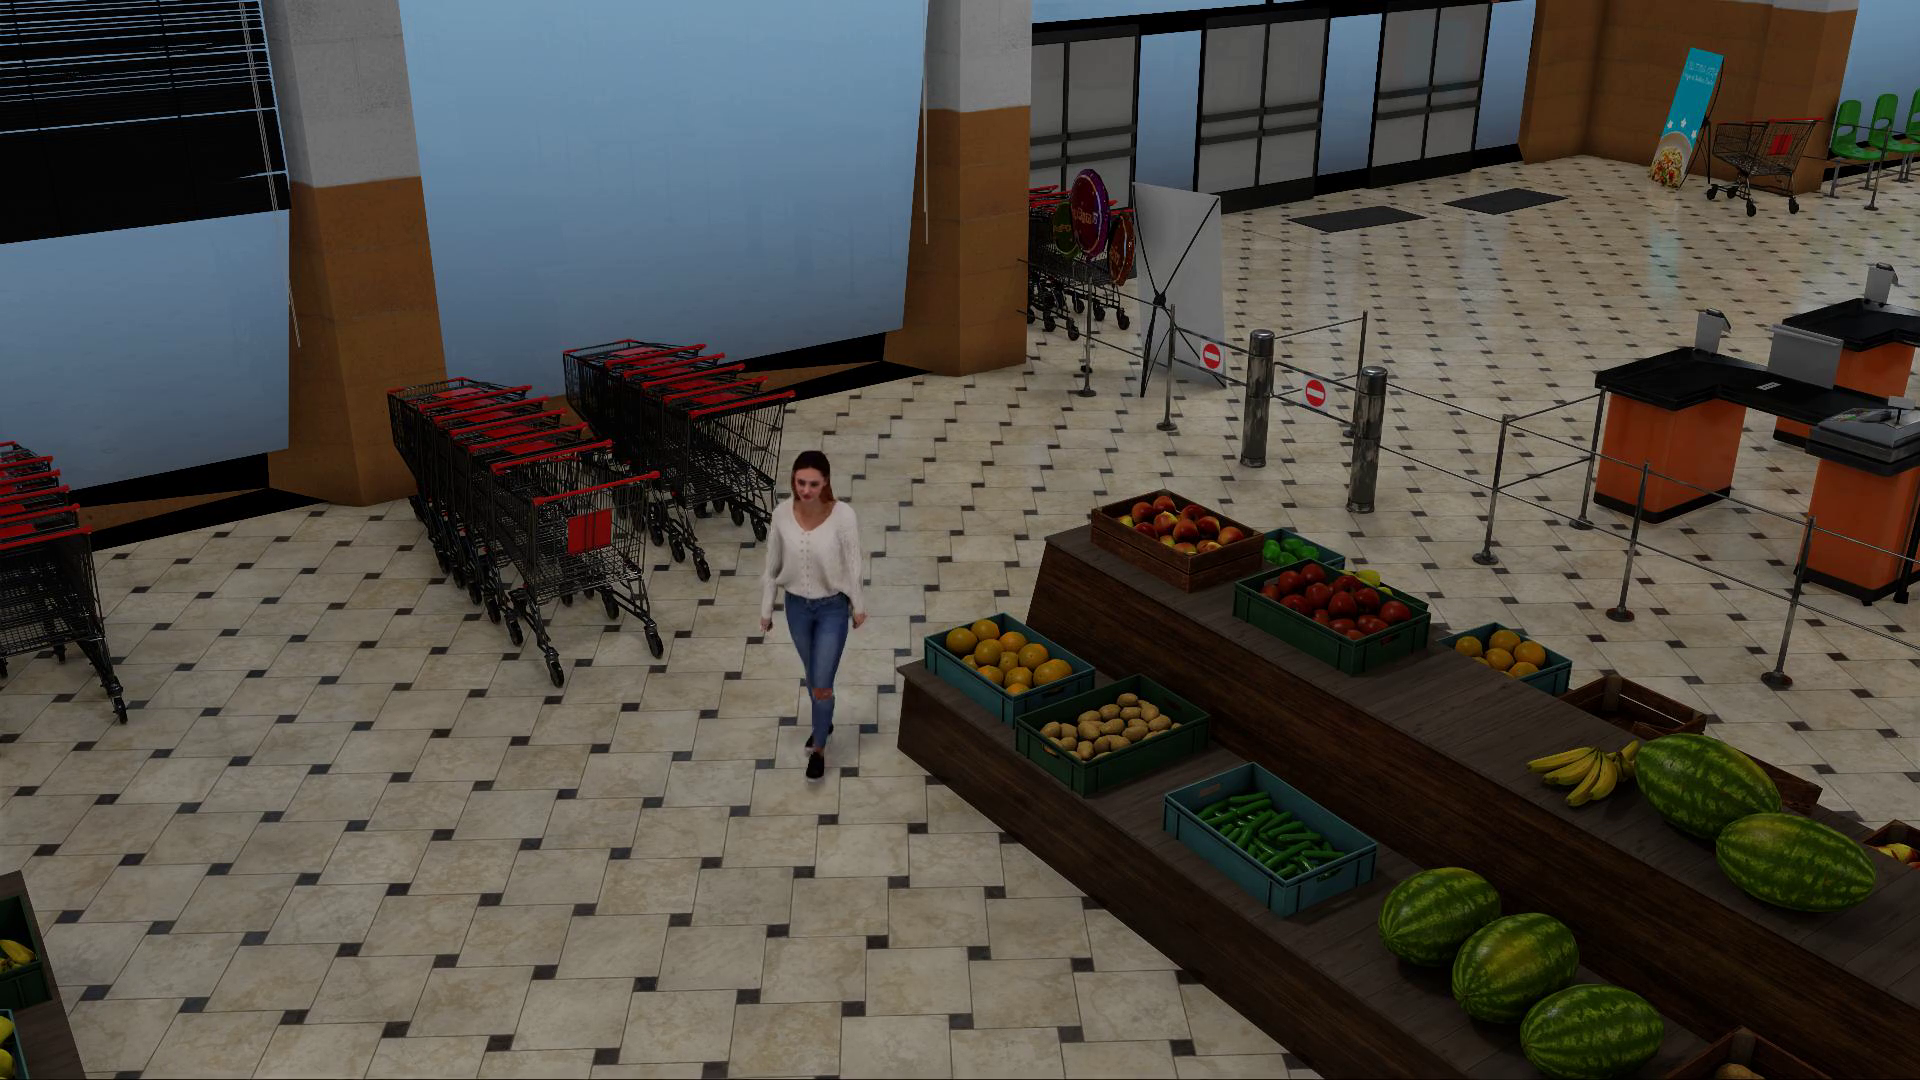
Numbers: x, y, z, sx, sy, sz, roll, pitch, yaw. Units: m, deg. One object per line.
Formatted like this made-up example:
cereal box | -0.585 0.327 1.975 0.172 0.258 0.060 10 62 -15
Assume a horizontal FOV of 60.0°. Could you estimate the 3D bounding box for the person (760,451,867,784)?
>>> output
person | -0.686 0.316 8.285 0.905 1.673 0.959 7 24 15
